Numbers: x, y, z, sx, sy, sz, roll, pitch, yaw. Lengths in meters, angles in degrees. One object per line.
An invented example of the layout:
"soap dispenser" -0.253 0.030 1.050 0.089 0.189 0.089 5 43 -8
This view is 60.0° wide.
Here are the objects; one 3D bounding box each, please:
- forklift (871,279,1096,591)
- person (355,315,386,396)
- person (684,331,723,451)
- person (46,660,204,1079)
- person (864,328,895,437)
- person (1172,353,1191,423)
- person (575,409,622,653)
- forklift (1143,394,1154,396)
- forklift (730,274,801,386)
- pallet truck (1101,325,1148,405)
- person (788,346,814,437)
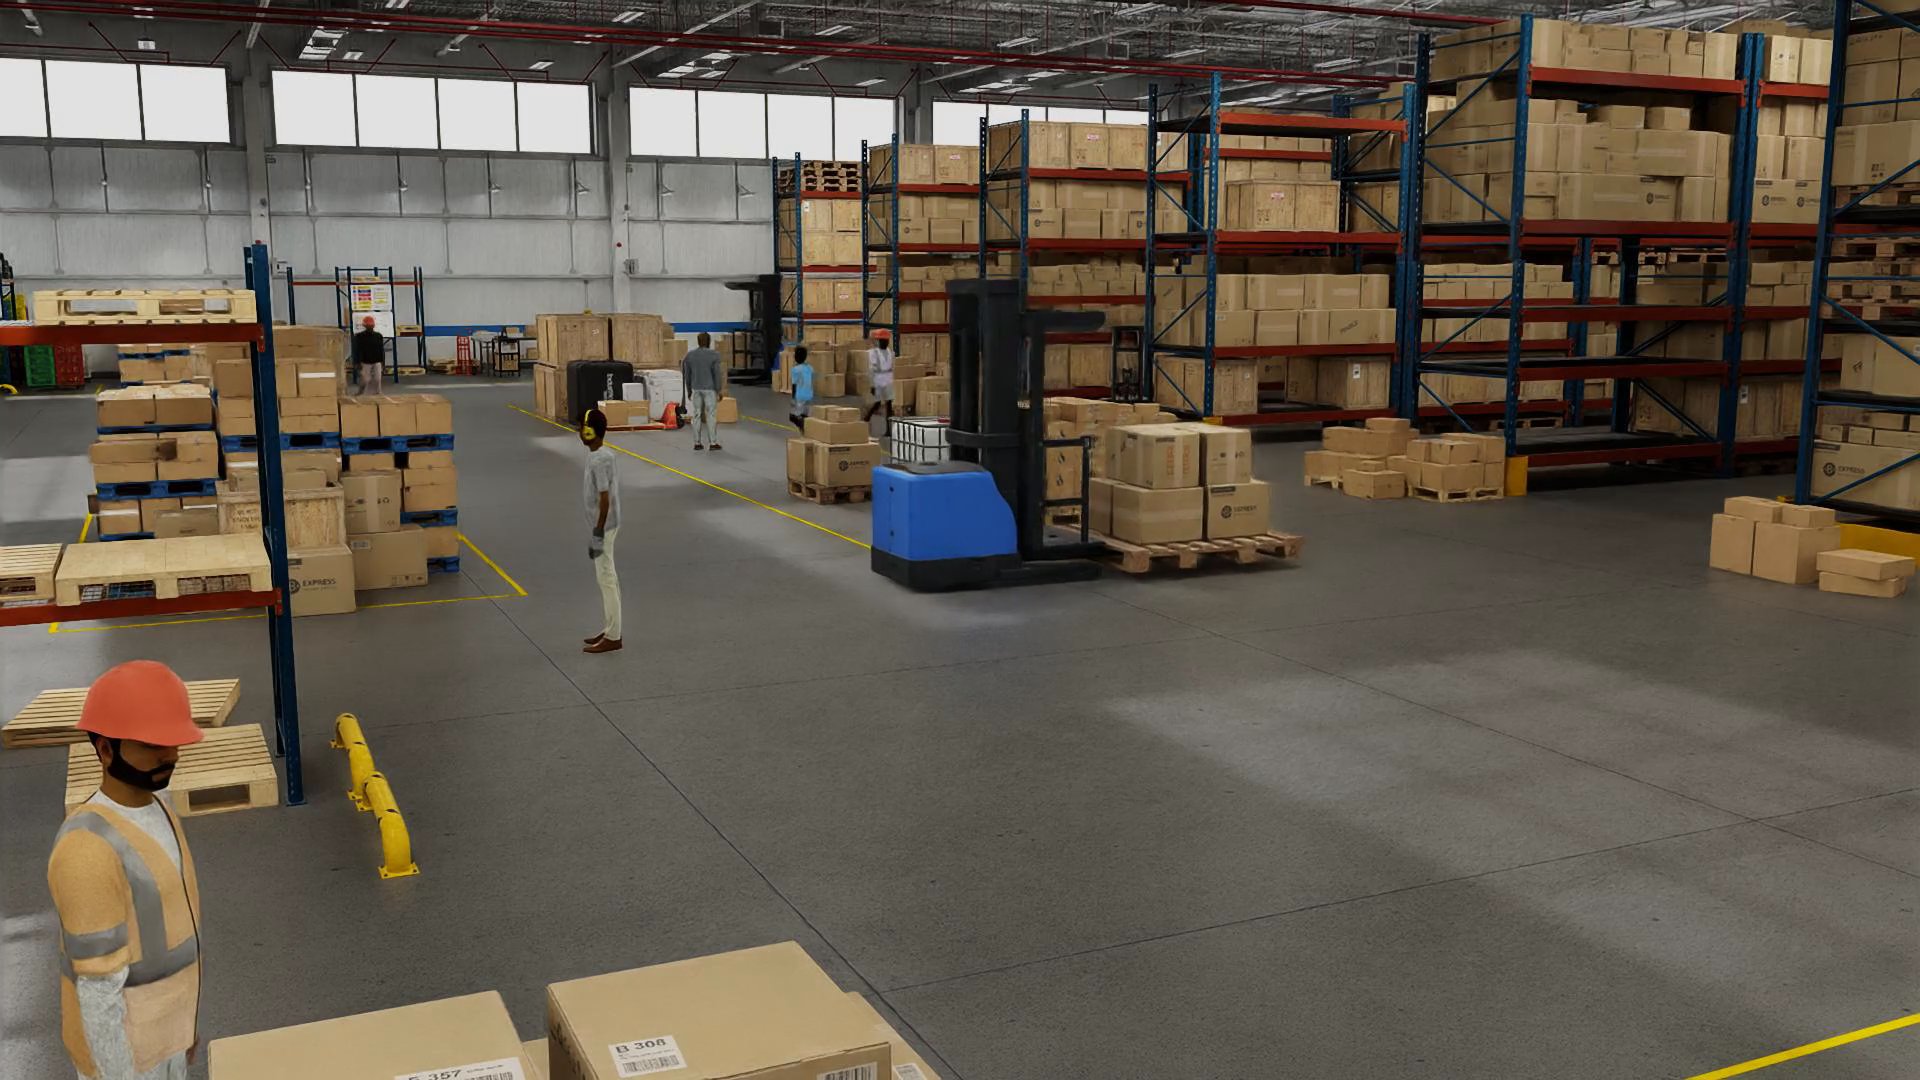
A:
"forklift" 0.192 -1.033 15.494 1.873 2.768 1.129 -4 10 -25
"person" -12.748 -3.868 35.902 0.620 1.972 0.620 9 13 44
"person" -4.143 -2.412 26.967 0.637 1.936 0.355 2 9 14
"person" -2.061 1.254 4.237 0.376 1.933 0.545 -2 9 -9
"person" -1.392 -2.778 29.296 0.555 1.923 0.719 -7 11 -37
"person" 4.262 -3.168 31.955 0.429 1.842 0.636 7 12 38
"person" -2.745 -0.066 12.658 0.328 1.862 0.517 -1 9 -7
"forklift" 4.613 -4.667 38.043 1.129 2.768 1.873 -4 10 -25
"forklift" -4.800 -5.347 42.260 1.873 2.768 1.129 -4 10 -25
"pallet truck" 2.881 -2.596 27.923 0.823 1.965 1.885 -1 9 -7
"person" -2.587 -2.330 27.242 0.386 1.685 0.538 6 11 33
